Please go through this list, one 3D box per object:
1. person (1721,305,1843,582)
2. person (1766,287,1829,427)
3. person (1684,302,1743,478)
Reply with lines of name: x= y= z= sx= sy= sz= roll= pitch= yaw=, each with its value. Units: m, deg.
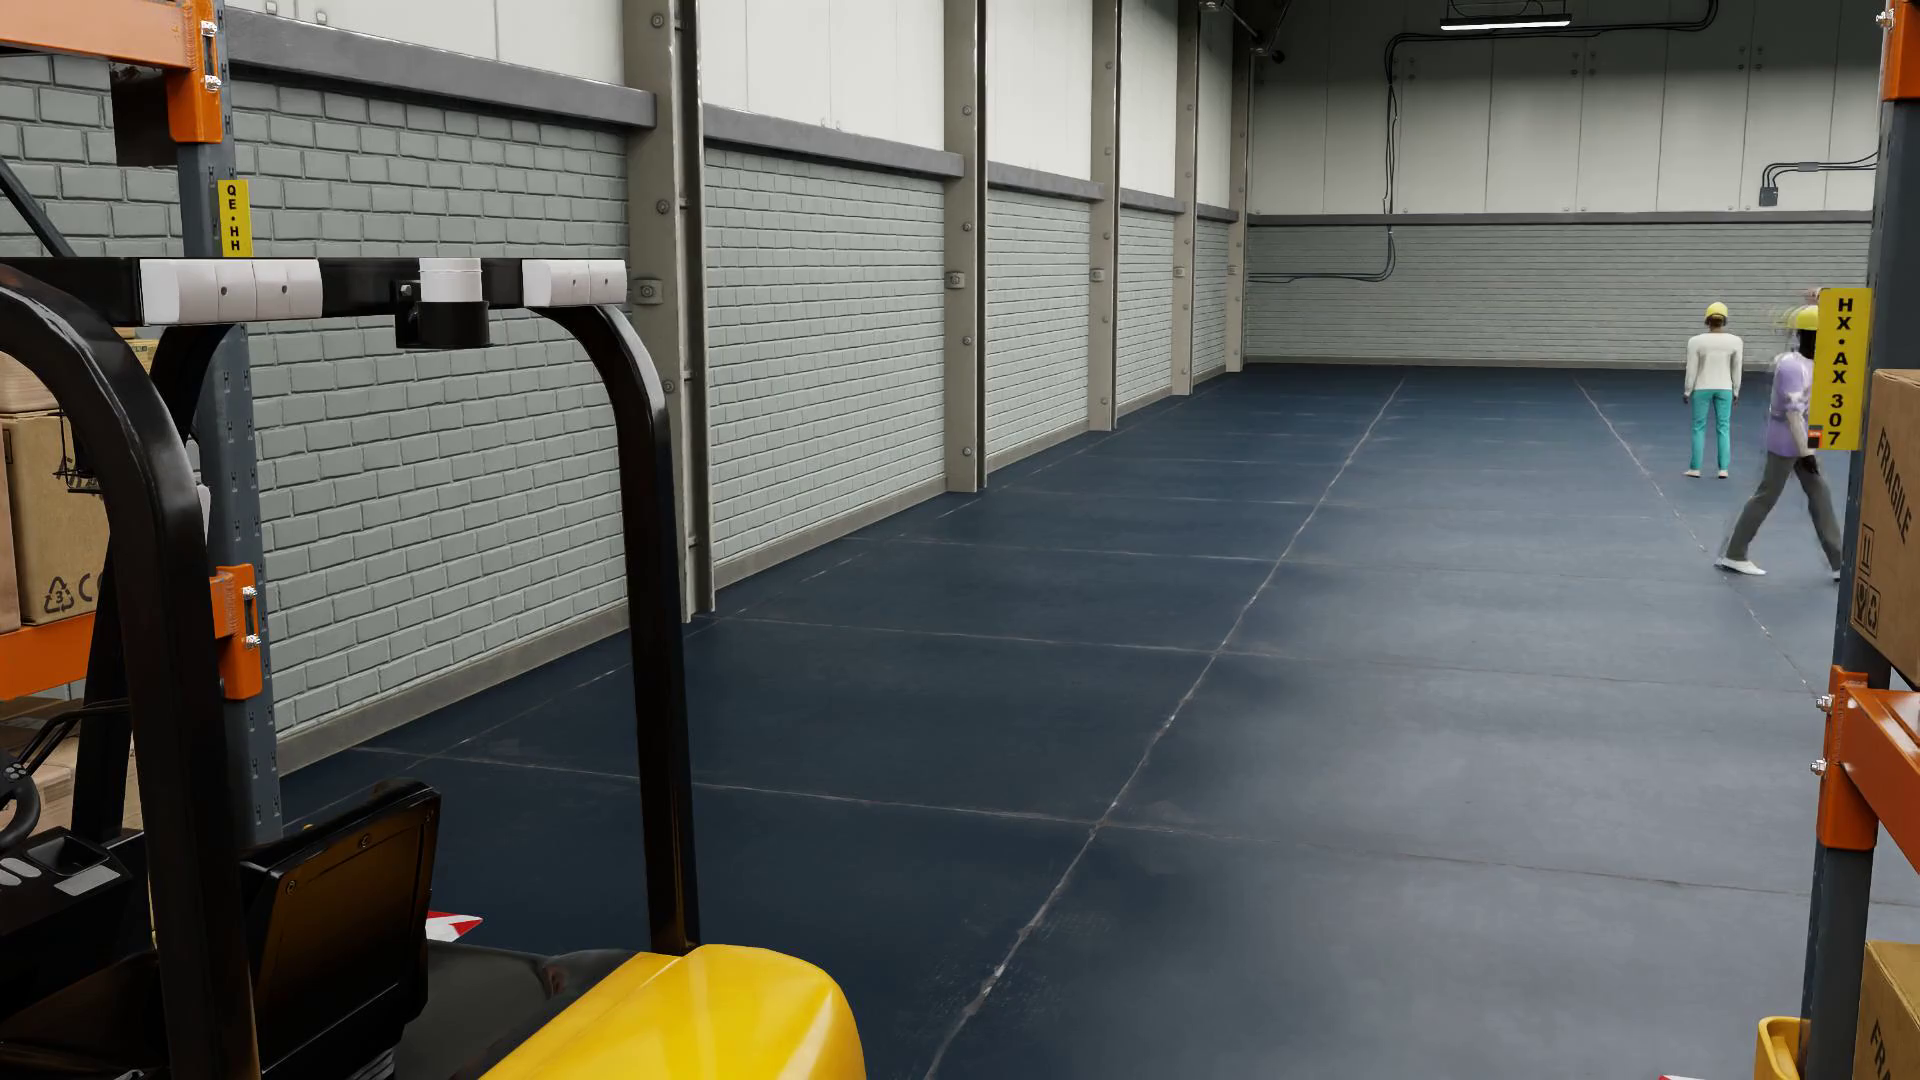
person: x=5.723 y=-0.646 z=11.292 sx=0.594 sy=1.873 sz=1.002 roll=-8 pitch=13 yaw=-41
person: x=10.321 y=-2.135 z=20.176 sx=0.650 sy=1.869 sz=0.973 roll=-5 pitch=11 yaw=-28
person: x=7.541 y=-1.499 z=16.682 sx=0.532 sy=1.767 sz=0.325 roll=2 pitch=10 yaw=12
